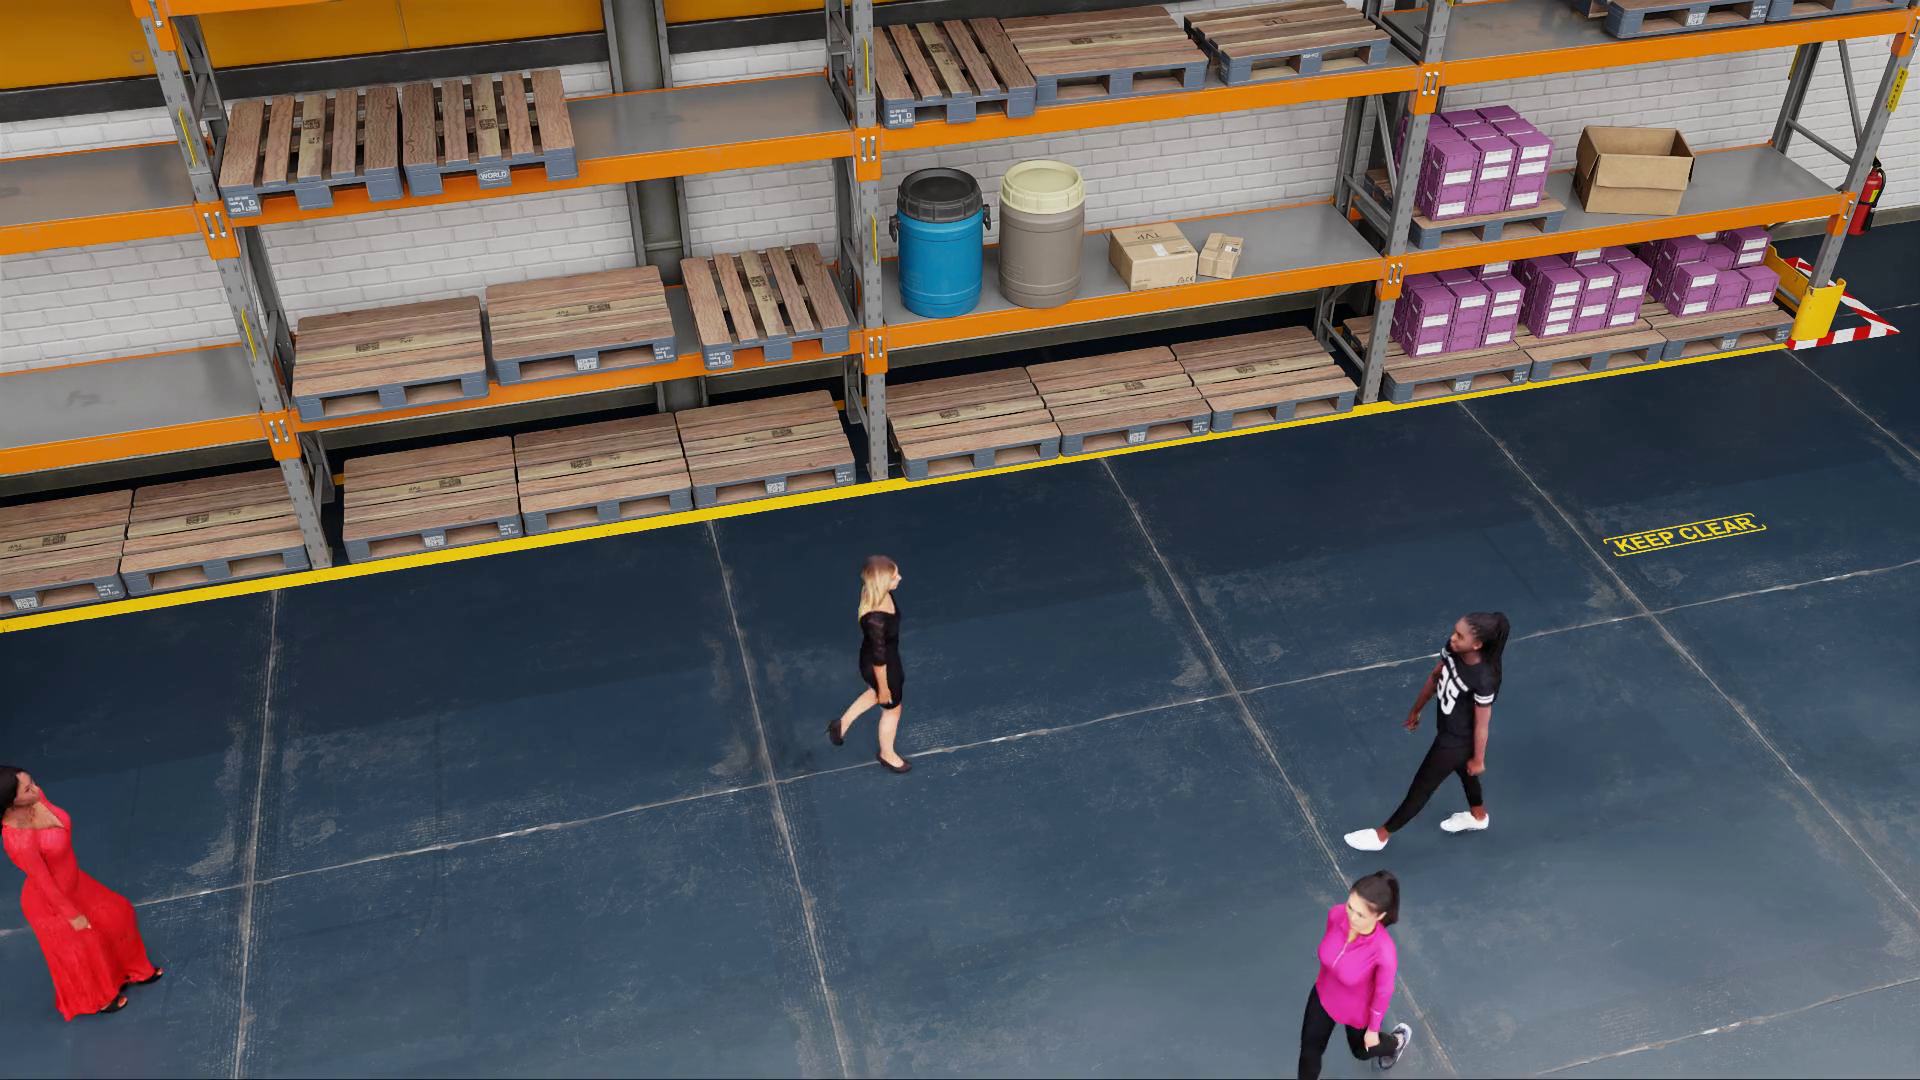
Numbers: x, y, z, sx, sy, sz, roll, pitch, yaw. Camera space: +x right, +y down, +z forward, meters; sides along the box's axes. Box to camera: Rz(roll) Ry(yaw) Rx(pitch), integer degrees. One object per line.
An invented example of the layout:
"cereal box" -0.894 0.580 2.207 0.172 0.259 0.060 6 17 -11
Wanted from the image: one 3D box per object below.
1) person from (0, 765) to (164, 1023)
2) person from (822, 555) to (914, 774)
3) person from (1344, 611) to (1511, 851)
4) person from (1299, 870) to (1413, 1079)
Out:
"person" -4.545 1.773 8.245 0.708 1.771 0.626 -8 39 -10
"person" -0.536 0.735 9.624 0.815 1.663 0.669 -2 39 -2
"person" 2.816 1.072 9.186 1.170 1.683 0.734 -5 39 -6
"person" 1.892 2.145 7.858 1.150 1.674 0.842 -26 45 -28
